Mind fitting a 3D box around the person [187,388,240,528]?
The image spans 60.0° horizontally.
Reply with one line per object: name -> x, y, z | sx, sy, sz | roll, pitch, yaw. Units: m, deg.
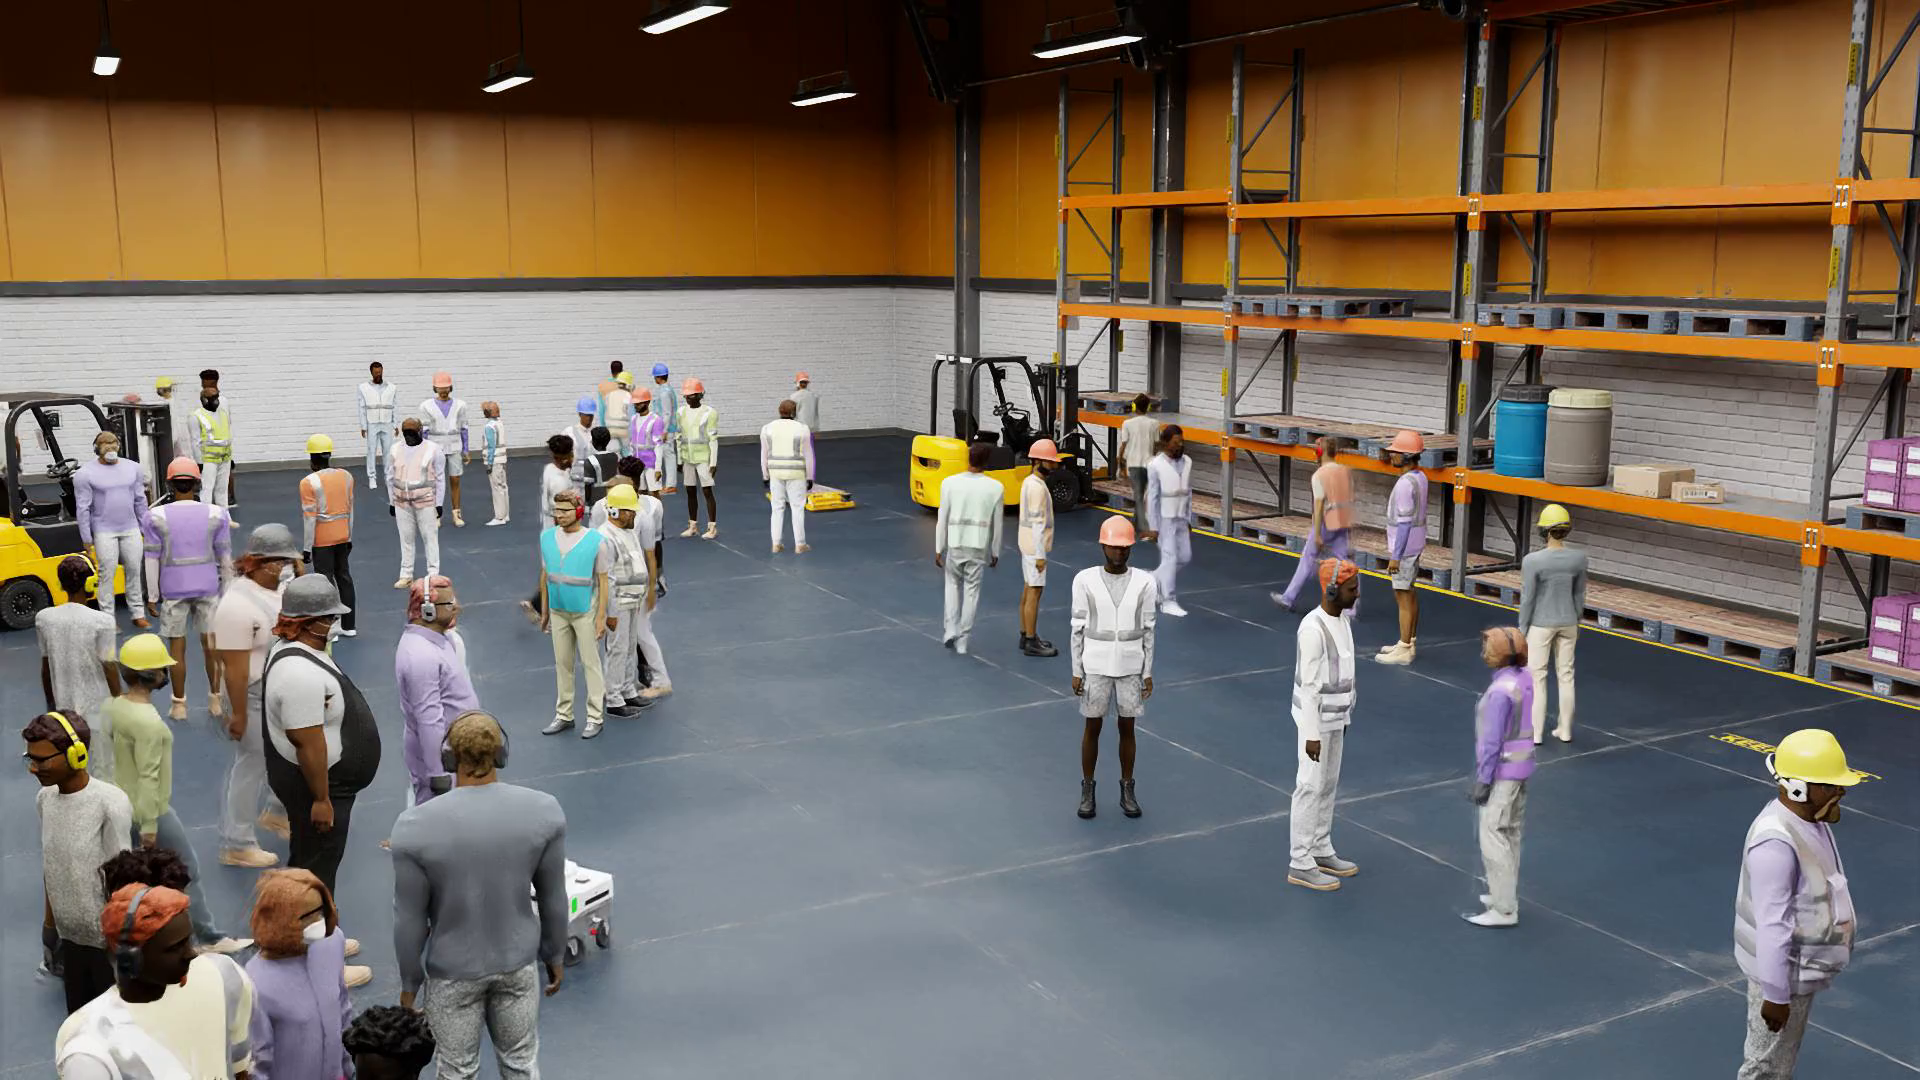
person -> -9.595, -1.039, 21.414 | 0.429, 1.846, 0.626 | 4, 11, 20

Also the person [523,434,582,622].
person -> -3.752, -0.072, 15.654 | 0.648, 1.909, 0.654 | -5, 11, -27

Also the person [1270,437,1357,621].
person -> 3.529, -0.120, 16.312 | 0.555, 1.781, 0.963 | -8, 13, -38

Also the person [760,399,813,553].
person -> -2.044, -0.759, 19.814 | 0.633, 1.840, 0.429 | 2, 10, 12

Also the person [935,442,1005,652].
person -> 0.093, 0.067, 14.913 | 0.629, 1.886, 0.474 | 1, 10, 3

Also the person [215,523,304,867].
person -> -4.063, 0.883, 9.781 | 0.569, 2.000, 0.698 | 1, 10, 4

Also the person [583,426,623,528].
person -> -3.890, -0.403, 18.203 | 0.321, 1.689, 0.529 | 9, 13, 41

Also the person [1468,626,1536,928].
person -> 2.909, 1.251, 8.878 | 0.334, 1.622, 0.559 | 7, 12, 33

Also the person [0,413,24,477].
person -> -12.019, -0.946, 20.824 | 0.326, 1.865, 0.518 | 8, 13, 40

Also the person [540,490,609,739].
person -> -2.847, 0.540, 12.316 | 0.565, 1.846, 0.390 | 3, 10, 19

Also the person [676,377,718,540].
person -> -3.286, -1.006, 20.698 | 0.603, 2.034, 0.417 | 5, 11, 26

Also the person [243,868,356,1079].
person -> -2.132, 1.845, 5.449 | 0.364, 1.618, 0.530 | 3, 10, 19

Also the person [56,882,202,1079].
person -> -2.233, 1.857, 4.641 | 0.352, 1.880, 0.577 | 1, 10, 4

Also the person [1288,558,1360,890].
person -> 2.070, 1.028, 9.416 | 0.359, 1.880, 0.575 | 6, 12, 31

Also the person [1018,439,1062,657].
person -> 0.704, 0.064, 14.801 | 0.376, 1.934, 0.547 | -1, 10, -4

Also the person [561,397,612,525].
person -> -4.254, -0.667, 19.010 | 0.608, 1.942, 0.410 | -5, 11, -27

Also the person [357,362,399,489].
person -> -8.837, -1.751, 25.295 | 0.593, 1.920, 0.391 | -8, 13, -38

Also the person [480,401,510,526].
person -> -6.098, -1.004, 21.806 | 0.311, 1.636, 0.522 | 0, 10, 0

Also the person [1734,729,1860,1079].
person -> 3.132, 1.598, 6.263 | 0.404, 1.832, 0.599 | 7, 12, 34

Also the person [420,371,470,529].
person -> -6.657, -1.164, 21.557 | 0.609, 2.044, 0.397 | -5, 11, -26

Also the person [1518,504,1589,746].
person -> 4.294, 0.616, 12.112 | 0.531, 1.765, 0.328 | -2, 10, -13

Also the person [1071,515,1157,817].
person -> 0.973, 0.800, 10.539 | 0.544, 1.943, 0.347 | 0, 10, -2

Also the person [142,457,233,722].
person -> -5.897, 0.375, 12.744 | 0.612, 2.030, 0.403 | -6, 12, -32

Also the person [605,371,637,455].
person -> -4.989, -1.615, 24.856 | 0.619, 1.799, 0.780 | 4, 11, 24

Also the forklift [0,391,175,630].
forklift -> -9.026, -0.363, 16.508 | 1.214, 2.155, 2.313 | 6, 11, 29

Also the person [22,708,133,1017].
person -> -3.378, 1.557, 6.447 | 0.526, 1.856, 0.344 | 5, 11, 26

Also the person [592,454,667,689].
person -> -2.666, 0.282, 13.475 | 0.601, 1.958, 0.388 | -6, 12, -31

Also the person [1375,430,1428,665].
person -> 3.853, 0.064, 14.474 | 0.370, 2.048, 0.607 | 5, 11, 25

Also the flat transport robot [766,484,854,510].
flat transport robot -> -2.133, -0.628, 23.567 | 0.652, 0.197, 1.431 | -6, 12, -33

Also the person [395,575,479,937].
person -> -2.736, 1.125, 8.770 | 0.407, 1.910, 0.638 | -3, 10, -18

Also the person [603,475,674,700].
person -> -2.640, 0.391, 13.285 | 0.564, 1.817, 0.455 | 8, 13, 38

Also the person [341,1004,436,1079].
person -> -1.437, 2.002, 4.328 | 0.540, 1.695, 0.317 | 0, 10, 0

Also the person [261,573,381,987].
person -> -3.127, 1.159, 8.189 | 0.536, 2.000, 0.688 | -5, 11, -26

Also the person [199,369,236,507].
person -> -10.403, -1.424, 23.303 | 0.372, 1.957, 0.609 | -8, 13, -39

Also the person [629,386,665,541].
person -> -3.898, -0.936, 20.581 | 0.544, 1.930, 0.389 | 7, 12, 36

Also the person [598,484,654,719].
person -> -2.602, 0.470, 12.812 | 0.403, 1.817, 0.601 | 1, 10, 6

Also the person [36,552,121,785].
person -> -5.068, 0.997, 9.649 | 0.506, 1.864, 0.331 | 2, 10, 9

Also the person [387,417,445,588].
person -> -5.791, -0.390, 17.697 | 0.621, 1.838, 0.429 | 1, 10, 5

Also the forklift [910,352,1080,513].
forklift -> 0.460, -1.461, 22.833 | 2.313, 2.155, 1.214 | -5, 11, -28

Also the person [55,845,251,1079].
person -> -2.212, 1.834, 4.677 | 0.508, 1.930, 0.648 | 4, 11, 20

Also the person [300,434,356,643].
person -> -5.809, -0.013, 15.266 | 0.363, 1.928, 0.587 | 4, 11, 23

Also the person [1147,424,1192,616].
person -> 2.055, -0.209, 16.471 | 0.609, 1.898, 0.548 | -9, 13, -42

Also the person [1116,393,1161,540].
person -> 2.241, -0.925, 20.853 | 0.540, 1.821, 0.962 | -2, 10, -14

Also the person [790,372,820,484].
person -> -2.402, -1.712, 25.601 | 0.439, 1.731, 0.583 | 9, 14, 43

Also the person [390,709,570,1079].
person -> -1.753, 1.574, 6.146 | 0.636, 1.928, 0.387 | -5, 11, -28

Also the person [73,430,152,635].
person -> -7.937, -0.071, 15.609 | 0.374, 1.929, 0.635 | 8, 13, 39

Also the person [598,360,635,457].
person -> -5.275, -1.809, 25.662 | 0.587, 1.911, 0.399 | 1, 10, 4

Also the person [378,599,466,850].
person -> -3.151, 1.076, 9.928 | 0.516, 1.596, 0.765 | 7, 12, 35

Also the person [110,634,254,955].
person -> -4.082, 1.317, 8.214 | 0.905, 1.729, 0.533 | -10, 14, -44

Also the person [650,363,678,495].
person -> -4.352, -1.635, 24.553 | 0.403, 1.944, 0.605 | -1, 10, -7
